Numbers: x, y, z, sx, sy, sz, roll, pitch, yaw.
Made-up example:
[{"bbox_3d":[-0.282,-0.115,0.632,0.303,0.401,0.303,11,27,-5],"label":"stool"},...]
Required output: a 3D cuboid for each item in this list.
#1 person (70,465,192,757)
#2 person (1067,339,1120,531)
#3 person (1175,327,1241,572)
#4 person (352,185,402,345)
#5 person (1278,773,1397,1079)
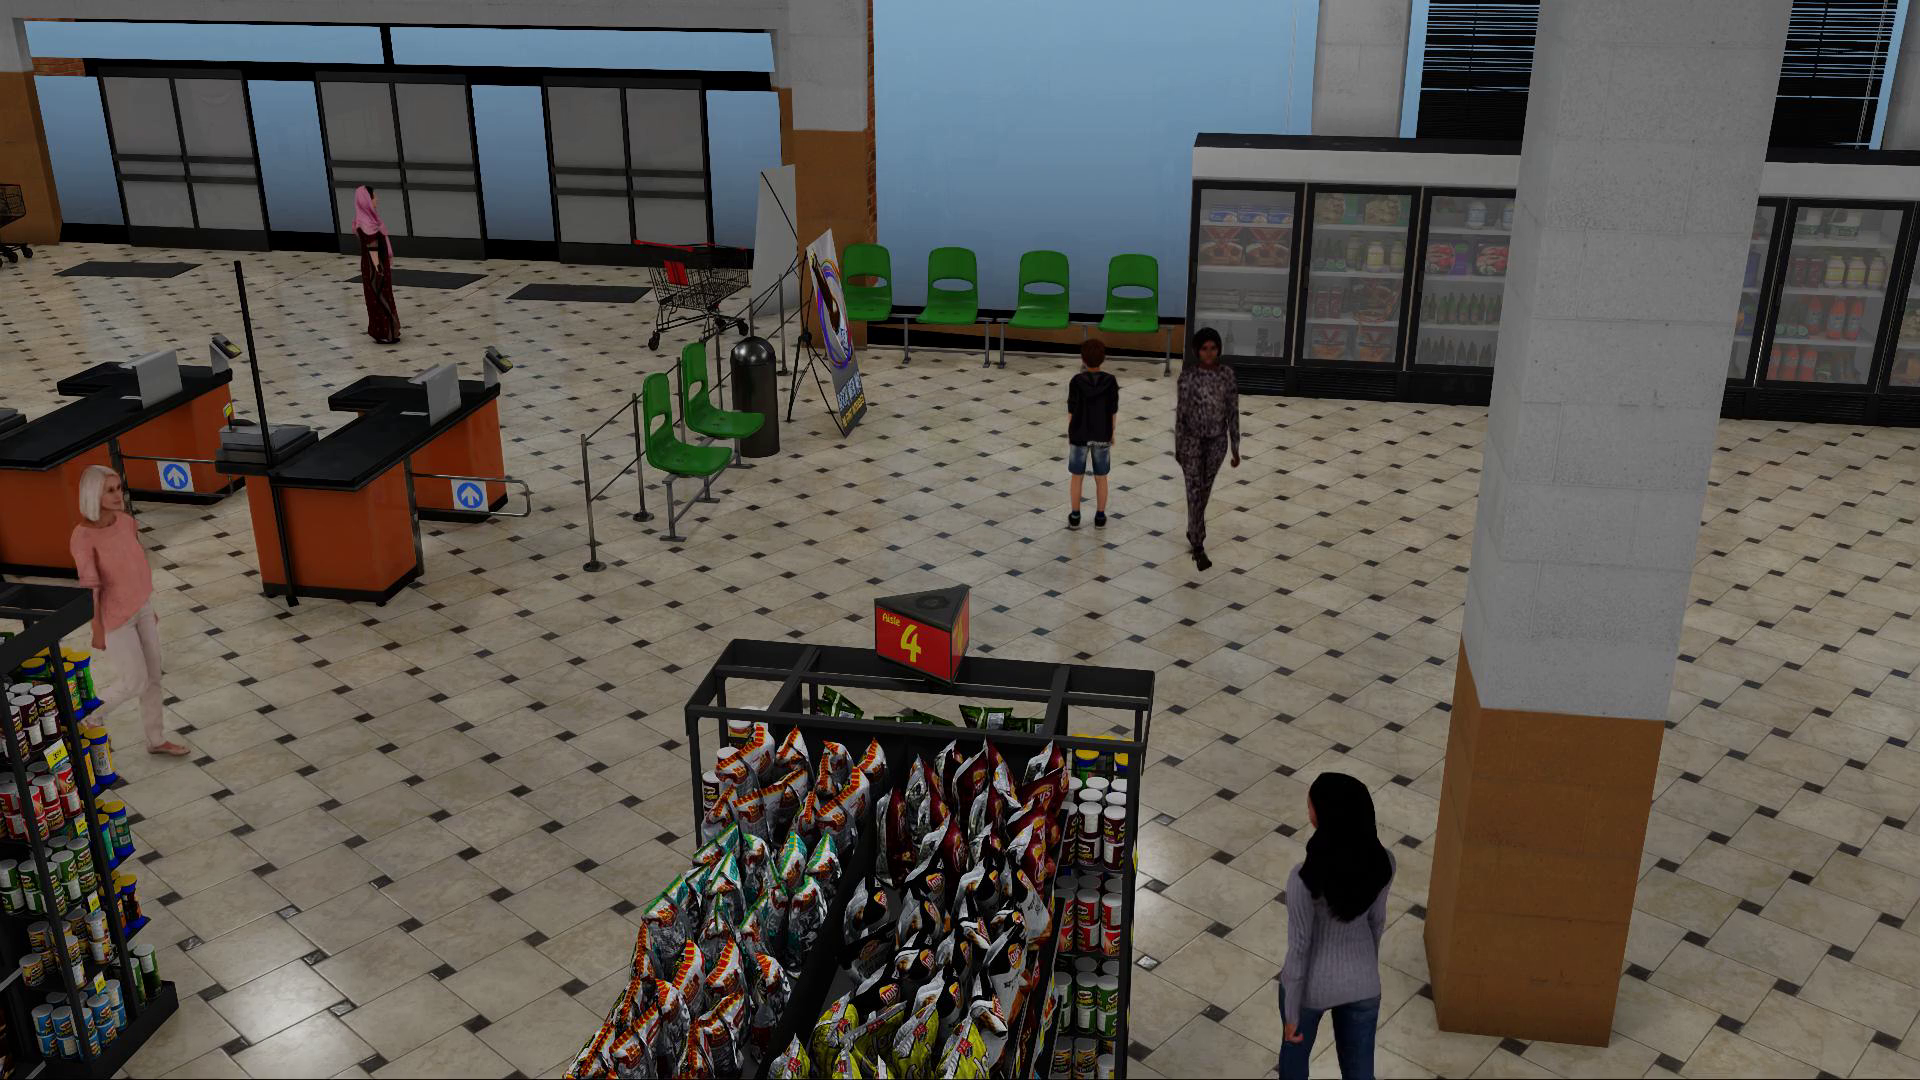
[{"bbox_3d":[-4.613,0.407,9.029,0.664,1.713,0.727,3,22,7],"label":"person"},{"bbox_3d":[0.967,-0.786,12.358,0.559,1.445,0.547,0,22,1],"label":"person"},{"bbox_3d":[1.715,-0.666,11.757,0.804,1.670,1.173,-3,22,-7],"label":"person"},{"bbox_3d":[-6.077,-2.862,17.268,0.817,1.637,0.698,-6,23,-16],"label":"person"},{"bbox_3d":[1.380,1.666,5.921,0.949,1.696,1.215,-5,23,-13],"label":"person"}]
